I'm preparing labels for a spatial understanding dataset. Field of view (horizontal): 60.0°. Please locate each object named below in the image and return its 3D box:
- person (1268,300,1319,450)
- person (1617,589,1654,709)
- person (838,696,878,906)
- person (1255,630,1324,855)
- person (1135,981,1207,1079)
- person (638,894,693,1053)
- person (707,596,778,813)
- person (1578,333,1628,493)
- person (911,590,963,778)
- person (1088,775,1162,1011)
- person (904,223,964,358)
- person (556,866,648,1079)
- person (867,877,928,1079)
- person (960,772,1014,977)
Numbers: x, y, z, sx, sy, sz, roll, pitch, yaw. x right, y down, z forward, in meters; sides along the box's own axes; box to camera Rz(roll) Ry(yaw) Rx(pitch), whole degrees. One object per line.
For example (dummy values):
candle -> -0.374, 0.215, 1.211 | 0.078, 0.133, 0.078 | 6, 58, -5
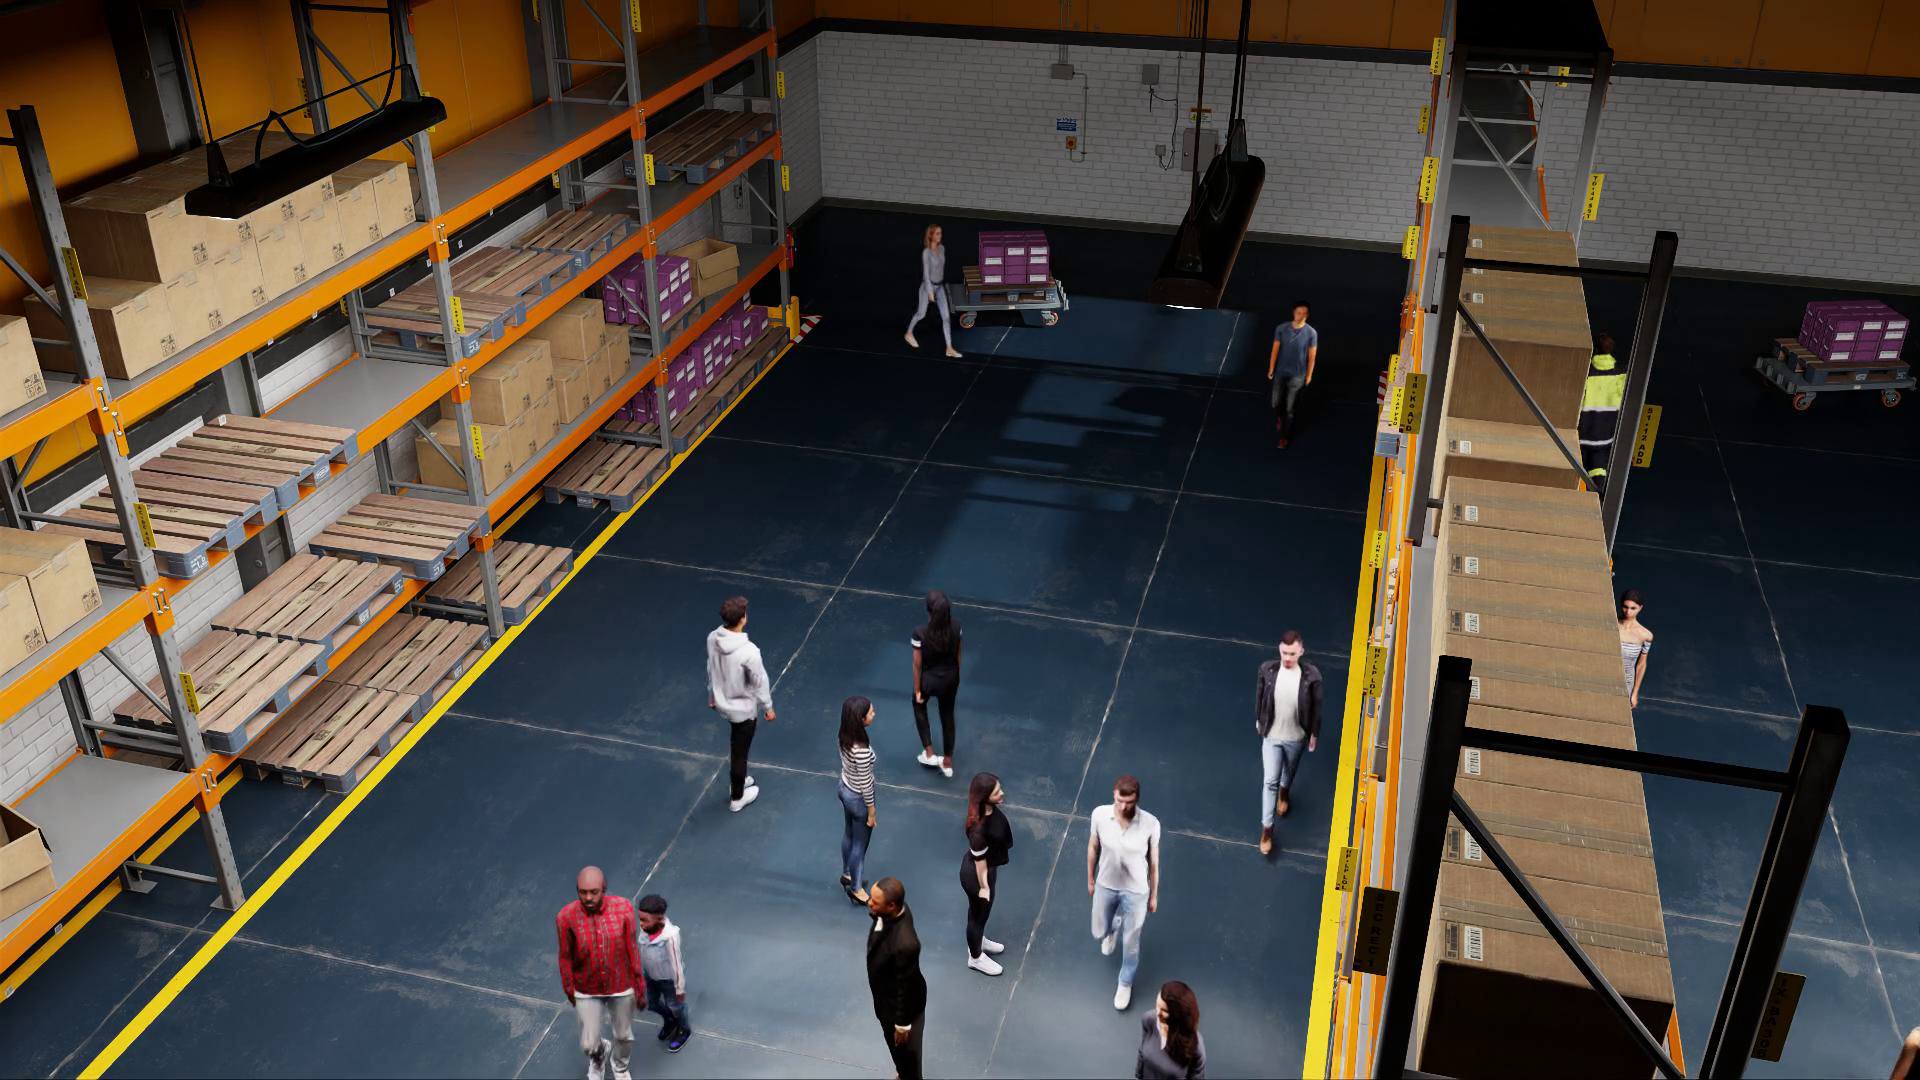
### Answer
person -> 3.851, -1.964, 19.299 | 0.714, 1.792, 0.848 | 10, 30, 18
person -> 5.277, 1.193, 13.479 | 0.609, 1.822, 0.560 | 11, 30, 19
person -> -0.760, 1.908, 12.199 | 0.702, 1.793, 0.632 | -14, 31, -23
person -> 2.564, 1.464, 13.005 | 0.689, 1.801, 1.113 | 6, 29, 12
person -> 1.246, 3.257, 9.755 | 0.685, 1.765, 0.685 | 25, 37, 38
person -> -1.939, 2.830, 11.077 | 0.627, 1.249, 0.617 | 18, 33, 29
person -> -1.819, 1.341, 13.111 | 0.795, 1.916, 0.772 | 19, 34, 30
person -> 6.794, -1.237, 17.786 | 0.938, 1.964, 1.067 | -1, 29, -3
person -> -0.147, 1.207, 13.564 | 0.758, 1.716, 0.807 | -9, 30, -17
person -> 1.131, 2.322, 11.396 | 0.643, 1.836, 0.847 | 7, 29, 13
person -> -0.439, -3.257, 21.715 | 1.040, 1.749, 1.207 | 24, 36, 36
person -> -2.271, 2.767, 10.608 | 0.811, 1.808, 0.850 | -7, 29, -13
person -> -0.374, 2.855, 10.350 | 0.833, 1.901, 0.717 | -7, 29, -13
person -> 0.157, 2.306, 11.630 | 0.692, 1.639, 0.559 | 3, 29, 6
